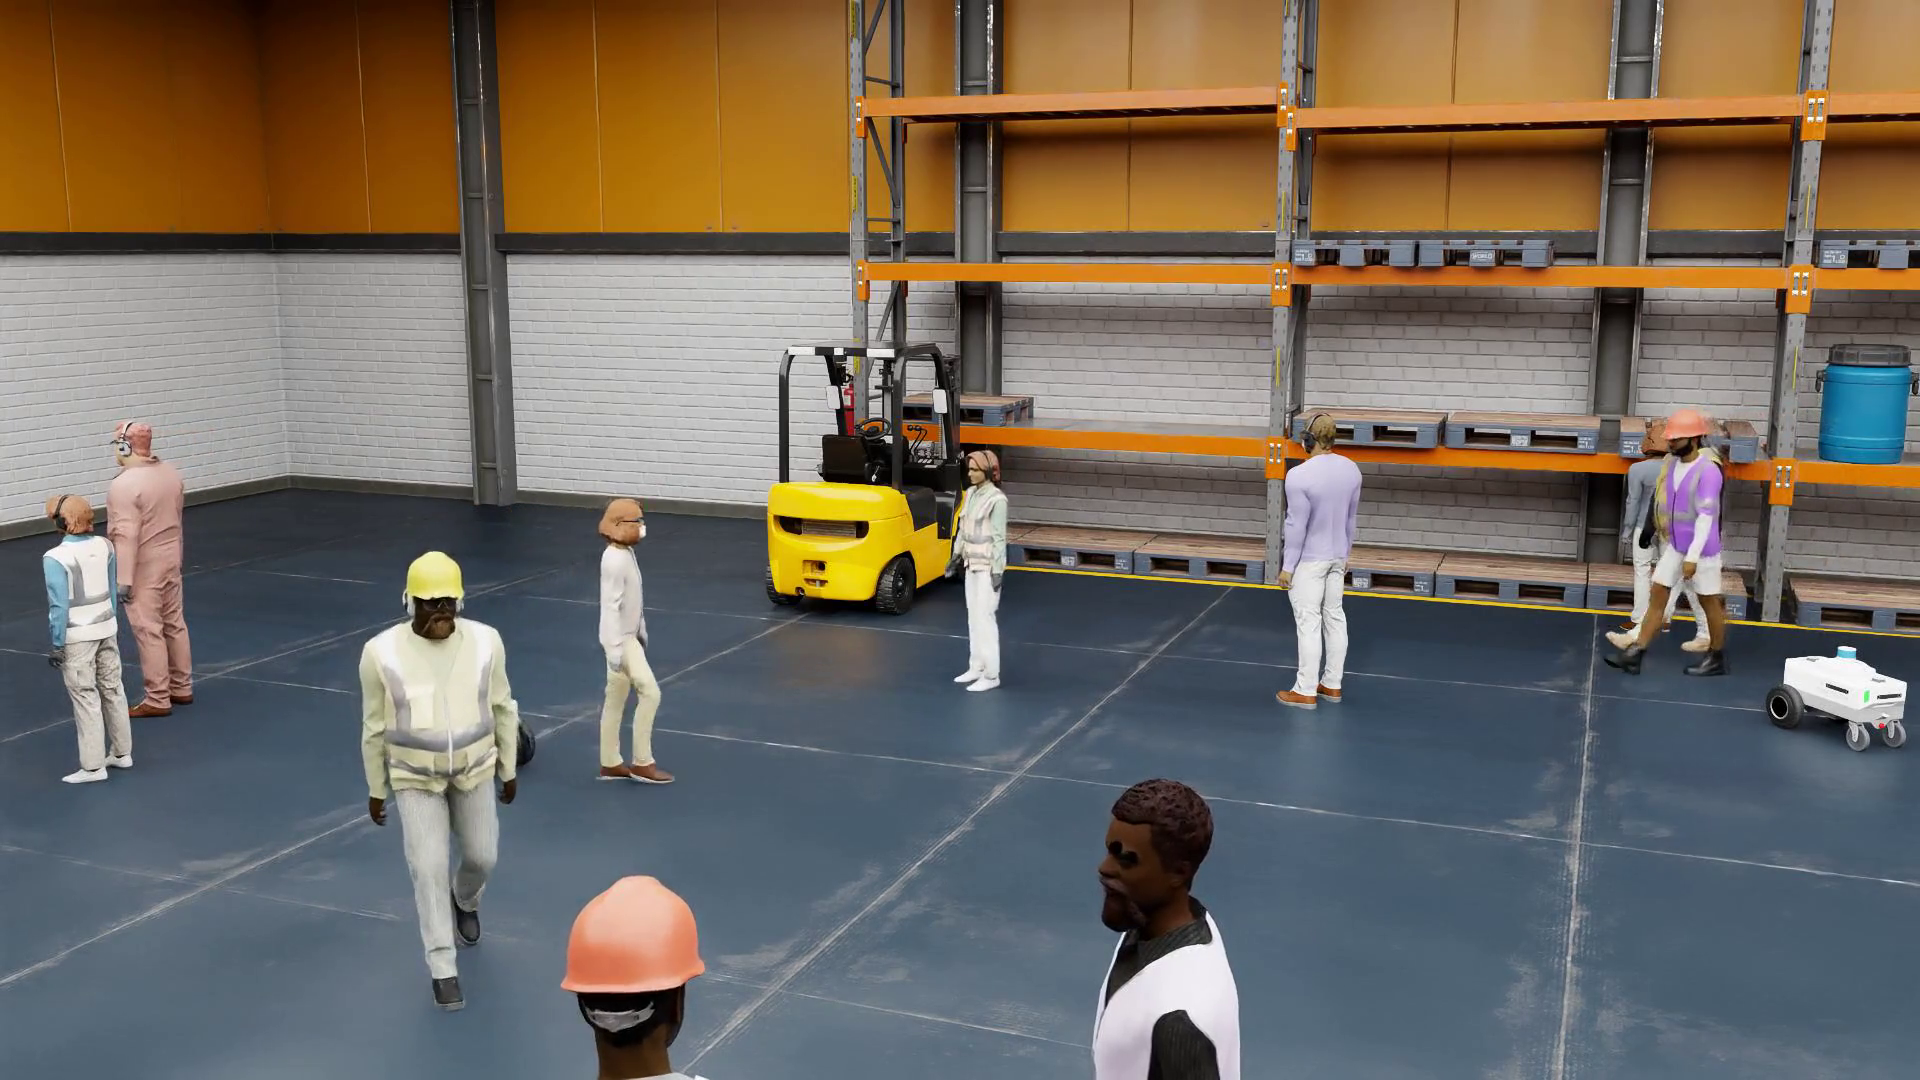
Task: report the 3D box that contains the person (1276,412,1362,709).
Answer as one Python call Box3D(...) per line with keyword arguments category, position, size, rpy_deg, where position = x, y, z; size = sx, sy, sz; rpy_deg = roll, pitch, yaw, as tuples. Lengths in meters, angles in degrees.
Box3D(category="person", position=(2.324, 0.136, 10.851), size=(0.629, 1.940, 0.373), rpy_deg=(-7, 13, -36))

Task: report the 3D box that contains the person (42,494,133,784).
Box3D(category="person", position=(-4.923, 0.553, 9.361), size=(0.310, 1.638, 0.523), rpy_deg=(2, 10, 10))

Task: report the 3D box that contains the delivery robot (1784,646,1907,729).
Box3D(category="delivery robot", position=(5.419, 0.898, 10.197), size=(0.477, 0.478, 0.707), rpy_deg=(-3, 11, -16))

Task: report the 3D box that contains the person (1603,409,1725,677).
Box3D(category="person", position=(4.952, 0.044, 11.497), size=(0.972, 1.883, 0.561), rpy_deg=(-2, 10, -13))

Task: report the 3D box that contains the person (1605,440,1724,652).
Box3D(category="person", position=(5.238, -0.038, 12.220), size=(0.959, 1.790, 0.656), rpy_deg=(0, 10, -1))

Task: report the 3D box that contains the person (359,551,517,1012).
Box3D(category="person", position=(-2.114, 0.928, 6.788), size=(0.611, 1.812, 0.739), rpy_deg=(-6, 12, -28))

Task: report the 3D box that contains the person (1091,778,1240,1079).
Box3D(category="person", position=(0.438, 1.442, 3.619), size=(0.382, 1.921, 0.596), rpy_deg=(0, 10, 1))

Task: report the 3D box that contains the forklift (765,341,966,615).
Box3D(category="forklift", position=(-0.739, -0.602, 14.246), size=(1.214, 2.155, 2.313), rpy_deg=(4, 11, 21))

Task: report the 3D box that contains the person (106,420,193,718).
Box3D(category="person", position=(-5.230, 0.183, 10.675), size=(0.403, 1.906, 0.651), rpy_deg=(1, 10, 6))

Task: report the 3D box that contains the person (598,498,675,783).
Box3D(category="person", position=(-1.790, 0.567, 9.310), size=(0.557, 1.613, 0.523), rpy_deg=(-1, 10, -6))

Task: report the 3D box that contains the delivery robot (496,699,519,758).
Box3D(category="delivery robot", position=(-2.888, 1.002, 9.618), size=(0.707, 0.478, 0.477), rpy_deg=(8, 13, 36))

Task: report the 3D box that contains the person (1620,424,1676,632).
Box3D(category="person", position=(5.396, -0.084, 12.924), size=(0.500, 1.633, 0.284), rpy_deg=(-1, 10, -6))

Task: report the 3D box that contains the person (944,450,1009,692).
Box3D(category="person", position=(0.139, 0.200, 11.351), size=(0.360, 1.637, 0.527), rpy_deg=(-5, 11, -25))

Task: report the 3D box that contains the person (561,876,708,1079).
Box3D(category="person", position=(-0.556, 1.549, 3.005), size=(0.542, 1.929, 0.374), rpy_deg=(-2, 10, -10))
